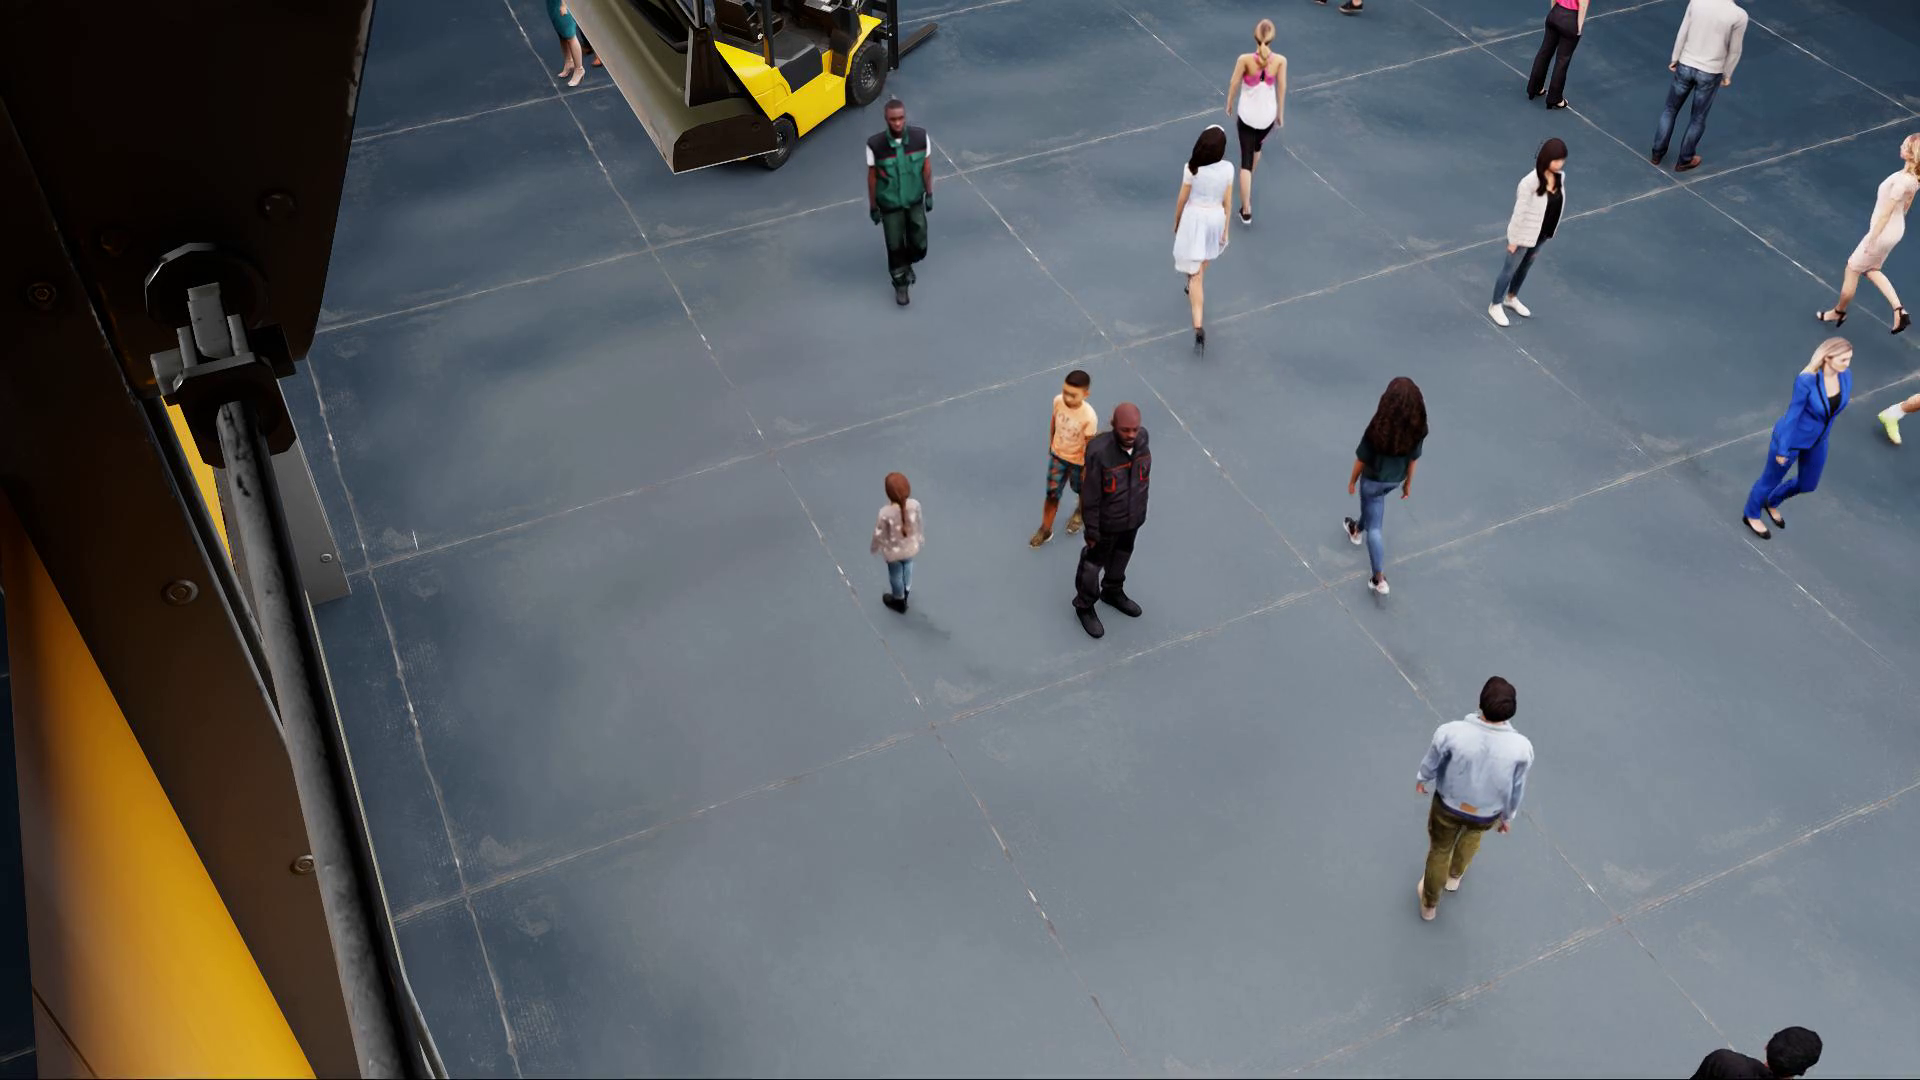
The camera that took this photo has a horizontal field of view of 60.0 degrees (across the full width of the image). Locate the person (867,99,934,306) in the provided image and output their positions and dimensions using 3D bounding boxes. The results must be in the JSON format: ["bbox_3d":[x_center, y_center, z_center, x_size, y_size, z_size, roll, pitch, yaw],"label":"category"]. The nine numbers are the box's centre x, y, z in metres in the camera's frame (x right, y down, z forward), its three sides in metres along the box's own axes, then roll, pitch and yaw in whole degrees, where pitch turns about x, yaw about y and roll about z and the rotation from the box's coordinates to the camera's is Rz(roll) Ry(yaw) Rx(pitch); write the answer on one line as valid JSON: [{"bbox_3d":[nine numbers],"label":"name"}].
[{"bbox_3d":[-0.498,-2.789,13.523,0.762,1.827,0.792,-10,45,-11],"label":"person"}]

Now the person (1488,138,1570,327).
[{"bbox_3d":[4.579,-2.493,13.352,0.648,1.635,0.582,-24,48,-23],"label":"person"}]

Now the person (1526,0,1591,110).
[{"bbox_3d":[5.796,-4.954,15.915,0.643,1.662,0.454,-20,47,-20],"label":"person"}]

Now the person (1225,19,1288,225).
[{"bbox_3d":[2.560,-3.590,14.432,0.975,1.734,1.246,0,44,0],"label":"person"}]

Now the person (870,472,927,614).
[{"bbox_3d":[-0.376,0.048,11.011,0.517,1.184,0.523,-20,47,-20],"label":"person"}]

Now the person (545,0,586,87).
[{"bbox_3d":[-3.911,-5.260,16.218,0.652,1.687,0.477,-26,49,-24],"label":"person"}]

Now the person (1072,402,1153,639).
[{"bbox_3d":[0.988,-0.194,10.805,0.735,1.819,0.653,-27,50,-25],"label":"person"}]

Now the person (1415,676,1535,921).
[{"bbox_3d":[2.759,1.490,9.055,0.878,1.795,0.933,11,45,11],"label":"person"}]

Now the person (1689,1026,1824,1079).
[{"bbox_3d":[3.481,2.832,7.648,0.898,1.792,0.856,-34,53,-30],"label":"person"}]

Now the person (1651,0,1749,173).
[{"bbox_3d":[6.673,-4.237,14.991,0.731,1.899,0.882,31,52,28],"label":"person"}]

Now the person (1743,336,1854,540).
[{"bbox_3d":[5.708,-0.744,11.475,0.643,1.691,0.598,-13,45,-14],"label":"person"}]

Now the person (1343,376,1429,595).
[{"bbox_3d":[2.847,-0.352,11.144,0.779,1.581,1.136,-7,44,-7],"label":"person"}]

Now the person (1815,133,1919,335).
[{"bbox_3d":[7.320,-2.331,13.053,0.744,1.812,0.994,-31,52,-28],"label":"person"}]

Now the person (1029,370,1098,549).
[{"bbox_3d":[0.812,-0.630,11.533,0.858,1.447,0.850,26,49,24],"label":"person"}]

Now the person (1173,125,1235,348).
[{"bbox_3d":[1.914,-2.363,13.115,0.963,1.774,1.277,0,44,0],"label":"person"}]

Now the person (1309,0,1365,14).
[{"bbox_3d":[4.091,-6.241,17.356,0.994,1.538,0.889,18,47,18],"label":"person"}]
